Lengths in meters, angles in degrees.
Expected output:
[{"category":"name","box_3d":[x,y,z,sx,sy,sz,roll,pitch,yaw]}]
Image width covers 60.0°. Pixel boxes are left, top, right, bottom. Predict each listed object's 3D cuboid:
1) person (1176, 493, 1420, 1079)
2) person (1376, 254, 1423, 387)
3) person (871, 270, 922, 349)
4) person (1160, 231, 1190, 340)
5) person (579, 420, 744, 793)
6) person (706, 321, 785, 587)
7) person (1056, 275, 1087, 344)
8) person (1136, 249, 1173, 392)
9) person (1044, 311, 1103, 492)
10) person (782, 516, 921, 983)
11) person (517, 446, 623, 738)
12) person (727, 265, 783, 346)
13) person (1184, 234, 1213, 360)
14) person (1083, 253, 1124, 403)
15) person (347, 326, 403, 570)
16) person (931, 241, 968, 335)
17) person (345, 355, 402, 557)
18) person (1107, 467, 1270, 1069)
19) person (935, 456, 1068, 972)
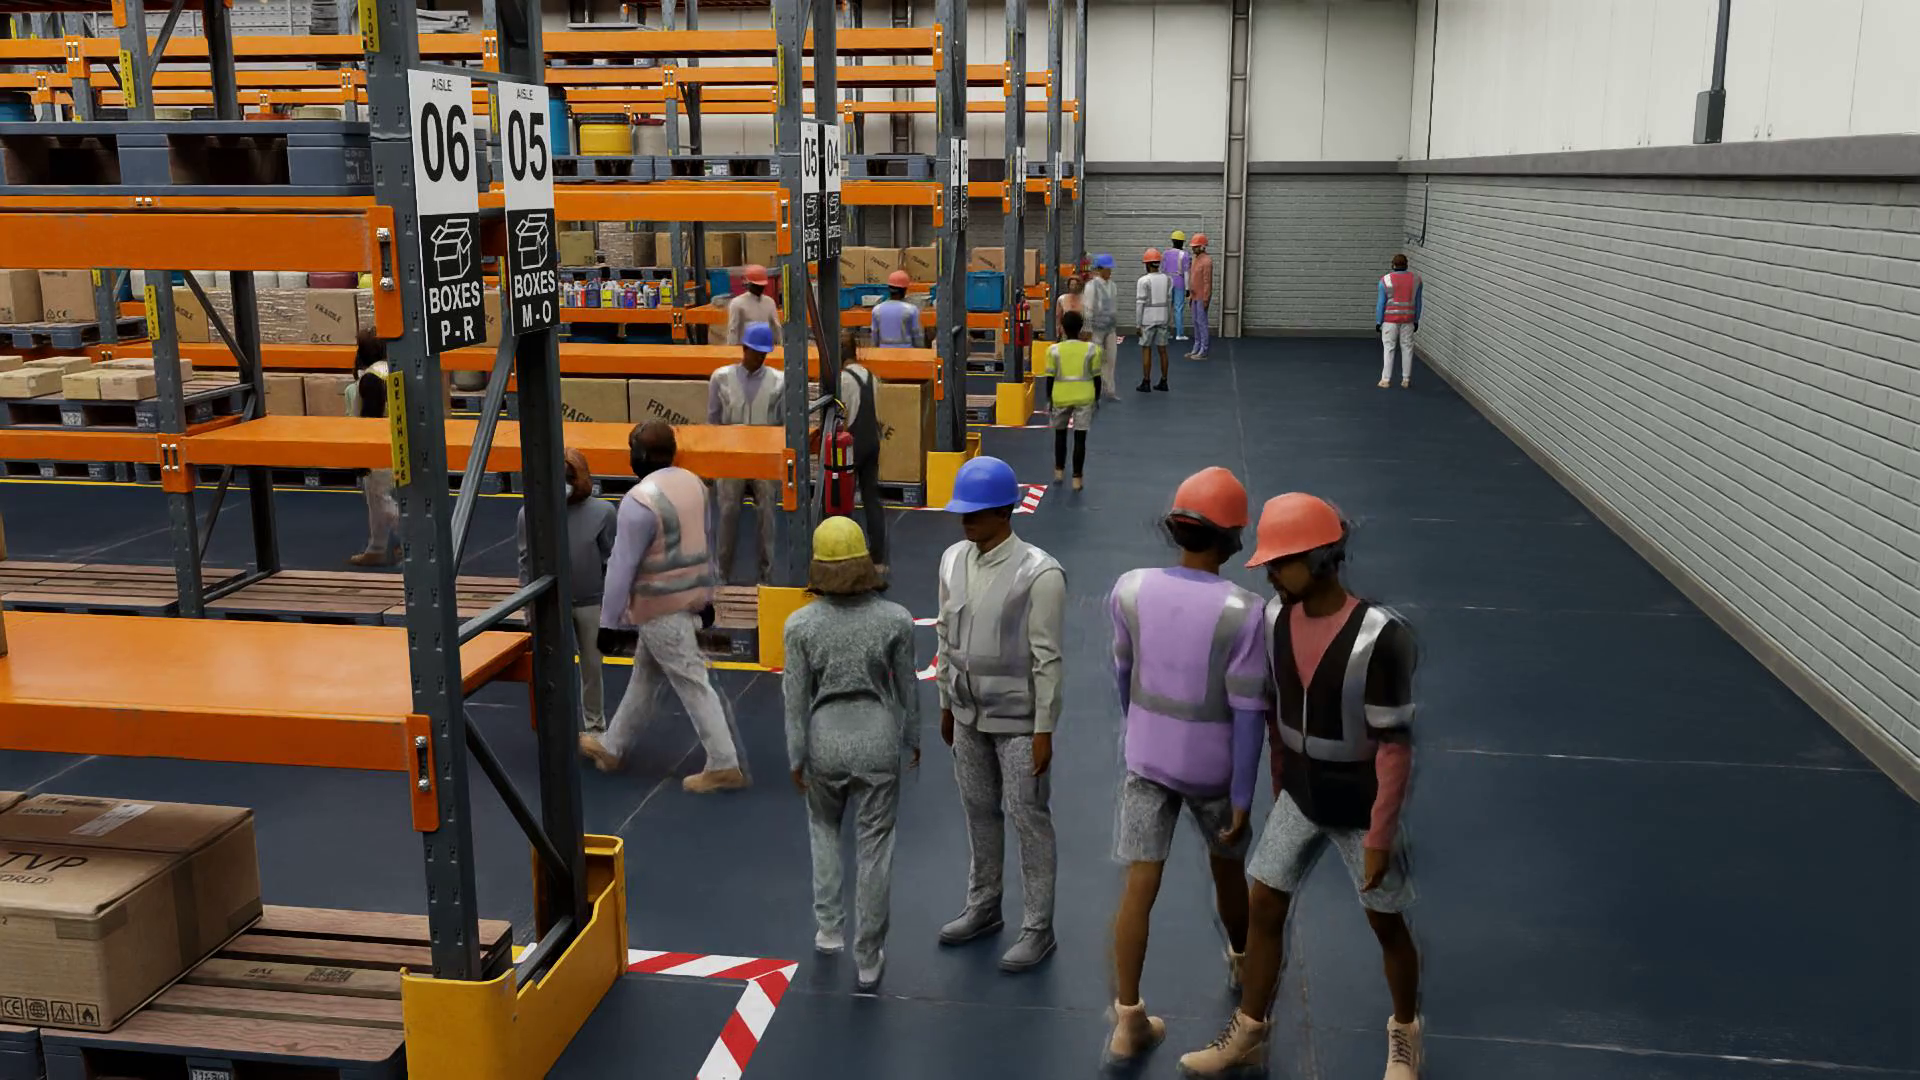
[{"category":"person","box_3d":[1.168,0.832,5.267,0.753,1.988,0.618,-10,16,-37]},{"category":"person","box_3d":[6.048,-3.022,22.983,0.622,1.838,0.429,0,12,-2]},{"category":"person","box_3d":[-0.660,-1.910,17.746,0.555,1.932,0.392,6,14,24]},{"category":"person","box_3d":[3.817,-4.495,29.439,0.585,1.920,0.382,10,16,37]},{"category":"person","box_3d":[-1.487,0.328,8.001,0.988,1.780,0.740,4,13,18]},{"category":"person","box_3d":[-1.480,-0.576,11.725,0.630,1.928,0.481,-3,13,-11]},{"category":"person","box_3d":[1.508,-2.656,21.803,0.513,1.630,0.318,4,13,16]},{"category":"person","box_3d":[2.604,-2.963,22.515,0.548,1.929,0.387,-5,14,-23]},{"category":"person","box_3d":[1.070,-1.319,15.674,0.550,1.669,0.758,1,13,6]},{"category":"person","box_3d":[-0.392,0.763,6.155,0.502,1.722,0.514,0,12,-2]},{"category":"person","box_3d":[-1.931,0.338,8.271,0.497,1.633,0.279,-5,13,-22]},{"category":"person","box_3d":[-2.193,-2.023,18.183,0.763,1.949,0.656,10,16,37]},{"category":"person","box_3d":[3.800,-3.862,26.441,0.406,1.986,0.618,-3,13,-12]},{"category":"person","box_3d":[1.781,-2.746,21.514,0.625,1.929,0.713,-12,17,-43]},{"category":"person","box_3d":[-4.326,-0.672,12.430,0.563,1.853,0.644,-1,13,-6]},{"category":"person","box_3d":[-0.283,-4.181,28.316,0.884,1.800,0.601,2,13,7]},{"category":"person","box_3d":[-4.507,-0.674,12.865,0.495,1.624,0.281,3,13,13]},{"category":"person","box_3d":[0.806,0.731,5.697,0.614,1.985,1.034,7,14,30]},{"category":"person","box_3d":[0.132,0.641,6.223,0.608,1.941,0.417,12,17,42]}]
